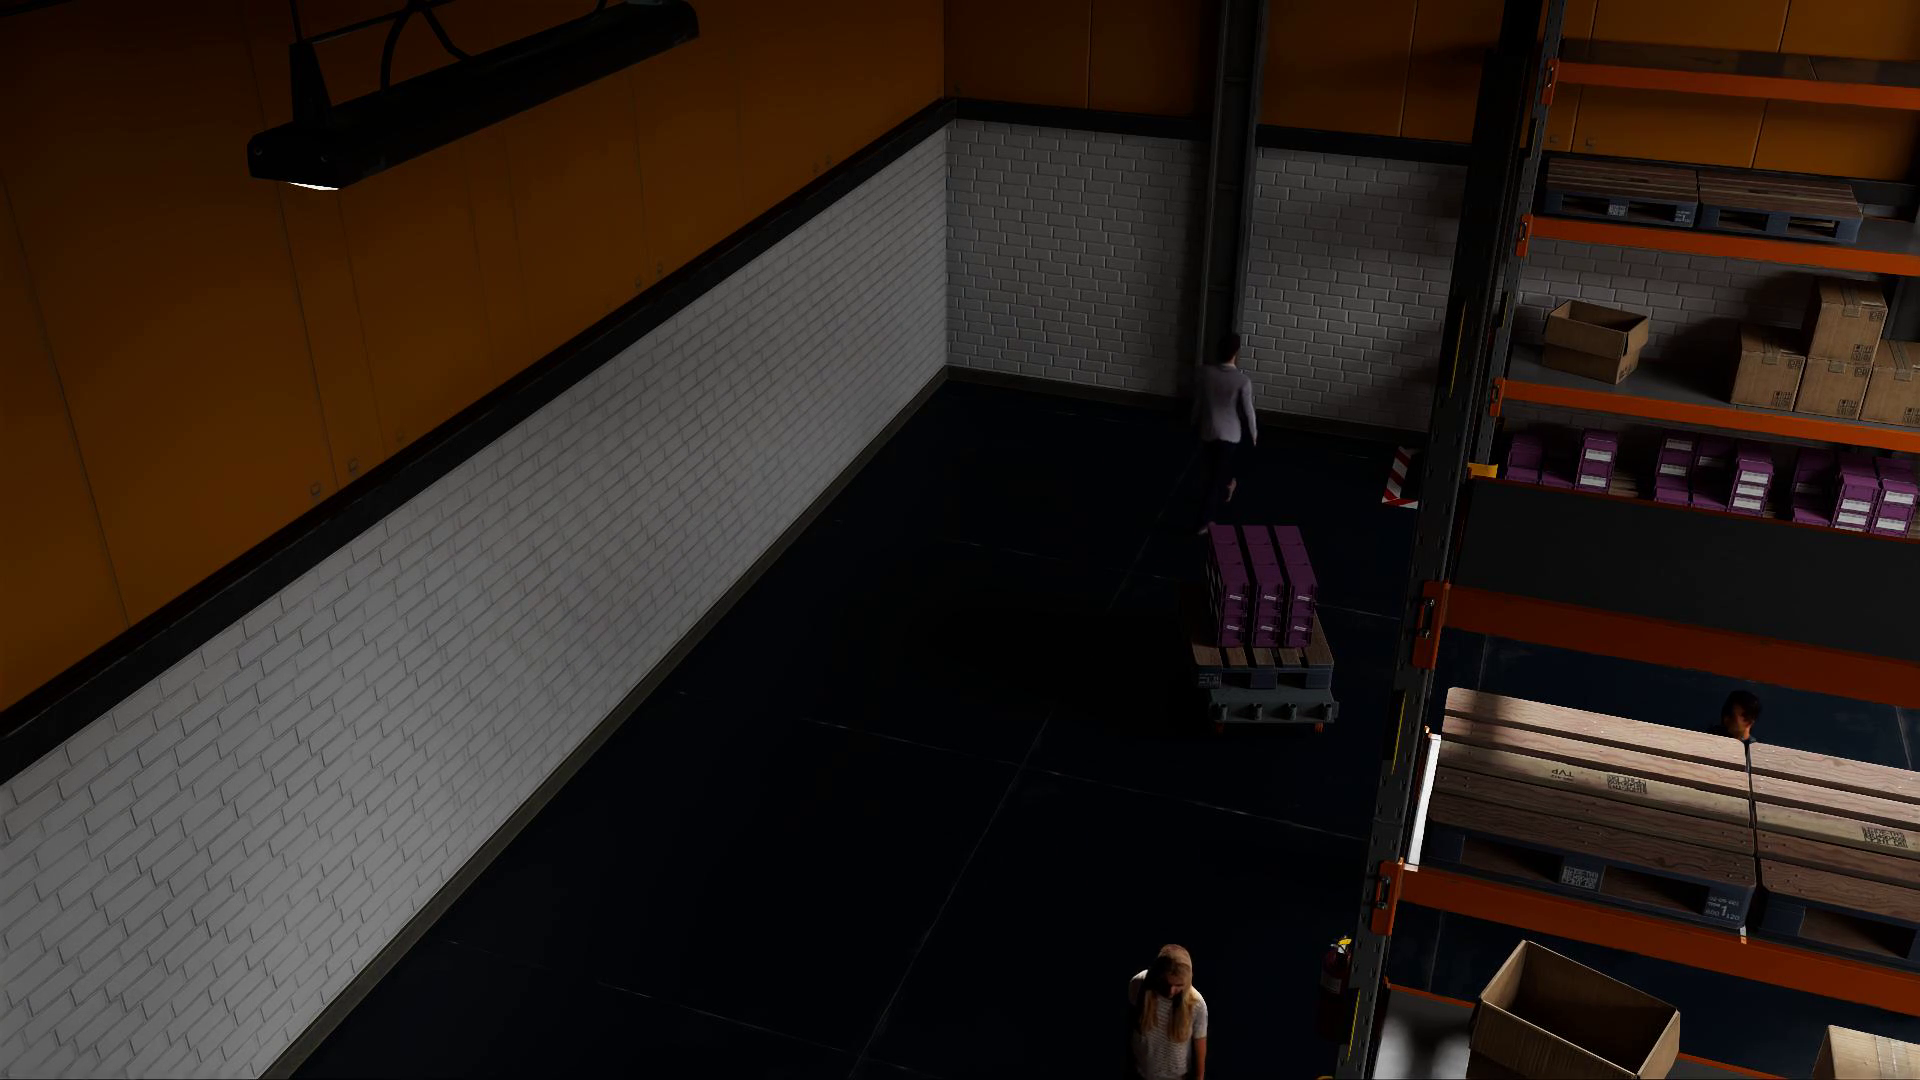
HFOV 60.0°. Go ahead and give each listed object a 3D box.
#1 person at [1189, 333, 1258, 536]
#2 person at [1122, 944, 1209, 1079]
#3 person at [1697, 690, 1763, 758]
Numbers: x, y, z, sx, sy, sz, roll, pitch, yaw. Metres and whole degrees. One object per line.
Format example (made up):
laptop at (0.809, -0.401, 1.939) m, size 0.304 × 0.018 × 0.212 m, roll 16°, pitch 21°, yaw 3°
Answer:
person at (2.251, -0.894, 14.680) m, size 1.185 × 1.802 × 0.981 m, roll 19°, pitch 34°, yaw 30°
person at (1.036, 2.619, 8.262) m, size 1.004 × 1.779 × 0.636 m, roll 10°, pitch 30°, yaw 17°
person at (4.621, 1.665, 10.027) m, size 1.229 × 1.765 × 1.133 m, roll -10°, pitch 30°, yaw -18°
